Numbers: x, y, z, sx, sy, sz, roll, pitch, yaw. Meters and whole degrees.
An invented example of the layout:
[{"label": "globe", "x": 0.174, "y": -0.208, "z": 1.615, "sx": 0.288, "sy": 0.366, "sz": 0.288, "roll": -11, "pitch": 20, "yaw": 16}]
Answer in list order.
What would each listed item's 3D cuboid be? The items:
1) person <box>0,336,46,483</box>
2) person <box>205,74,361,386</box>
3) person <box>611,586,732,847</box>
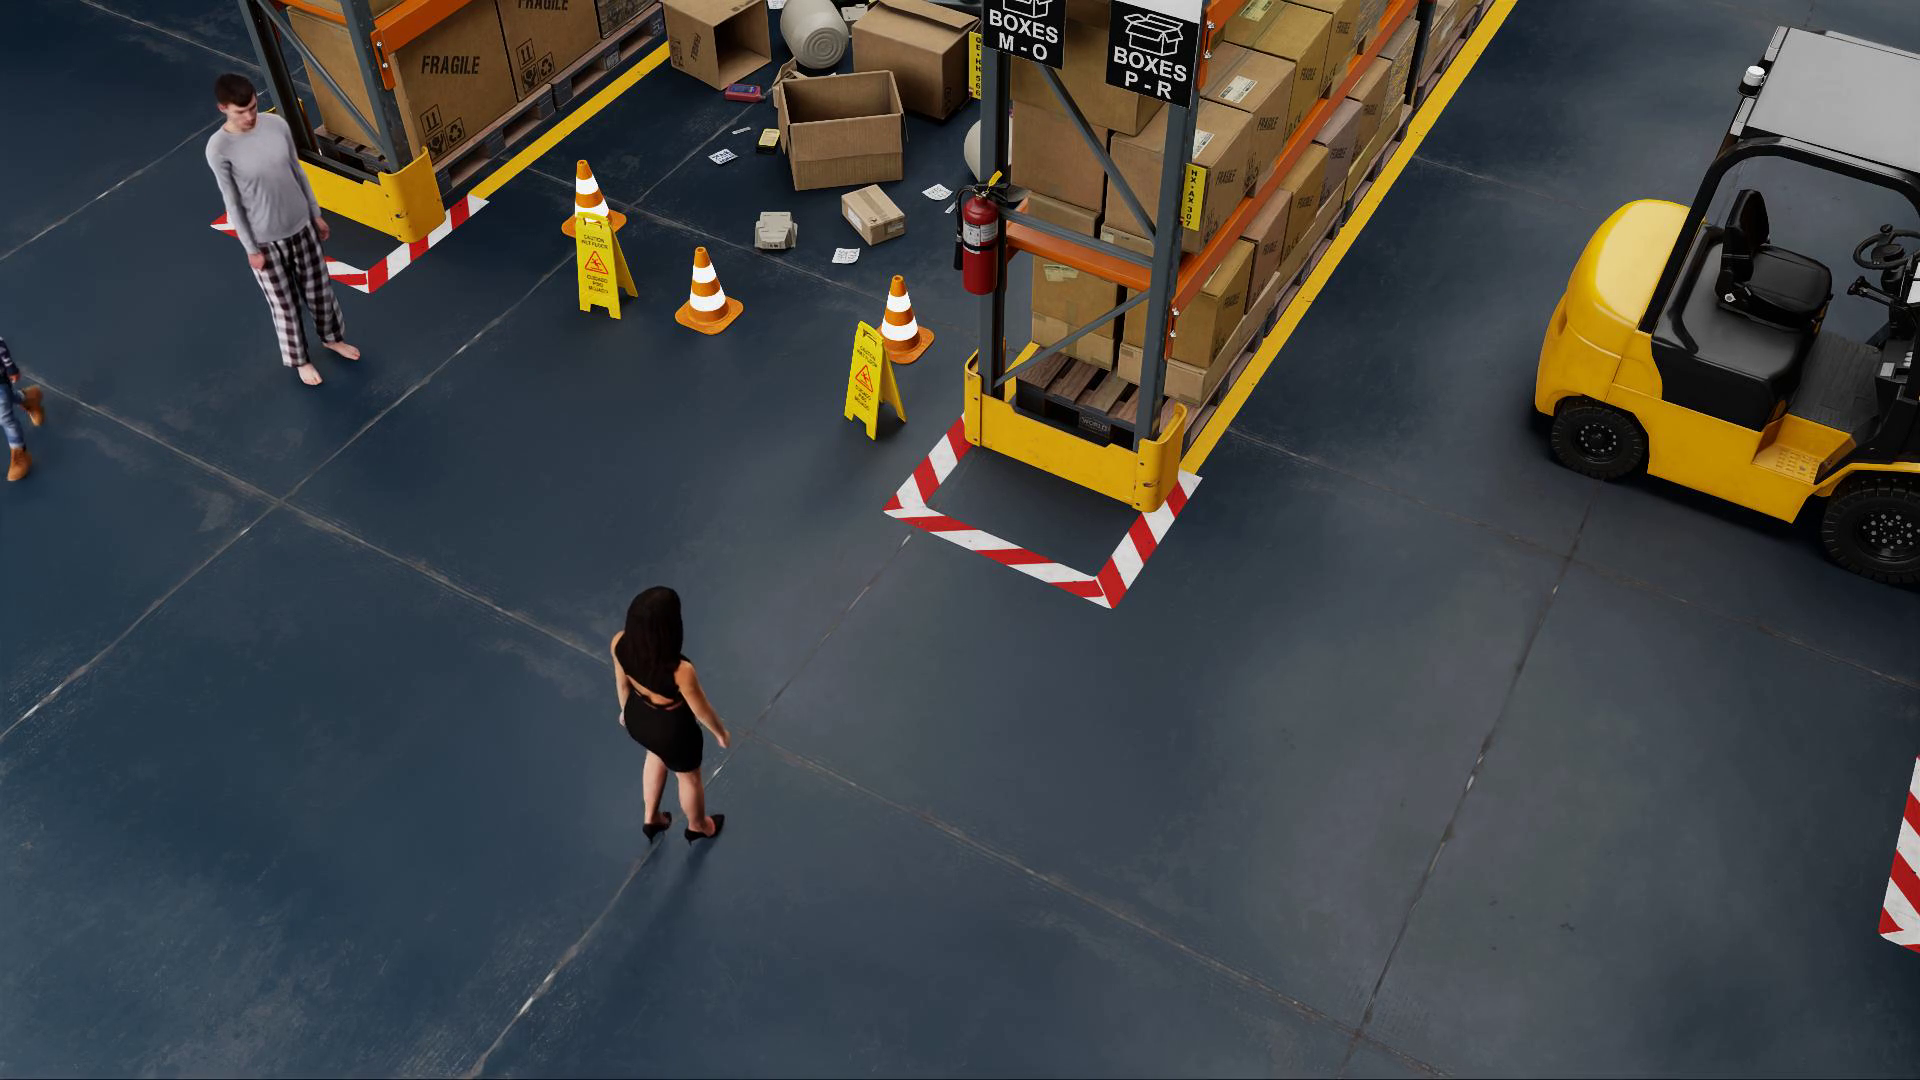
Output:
[{"label": "person", "x": -5.033, "y": -0.929, "z": 8.589, "sx": 0.730, "sy": 1.234, "sz": 0.893, "roll": 1, "pitch": 47, "yaw": 1}, {"label": "person", "x": -3.633, "y": -1.662, "z": 8.851, "sx": 0.720, "sy": 1.845, "sz": 0.531, "roll": 32, "pitch": 55, "yaw": 26}, {"label": "person", "x": -1.216, "y": 0.802, "z": 6.712, "sx": 0.620, "sy": 1.640, "sz": 0.522, "roll": 21, "pitch": 51, "yaw": 18}]
